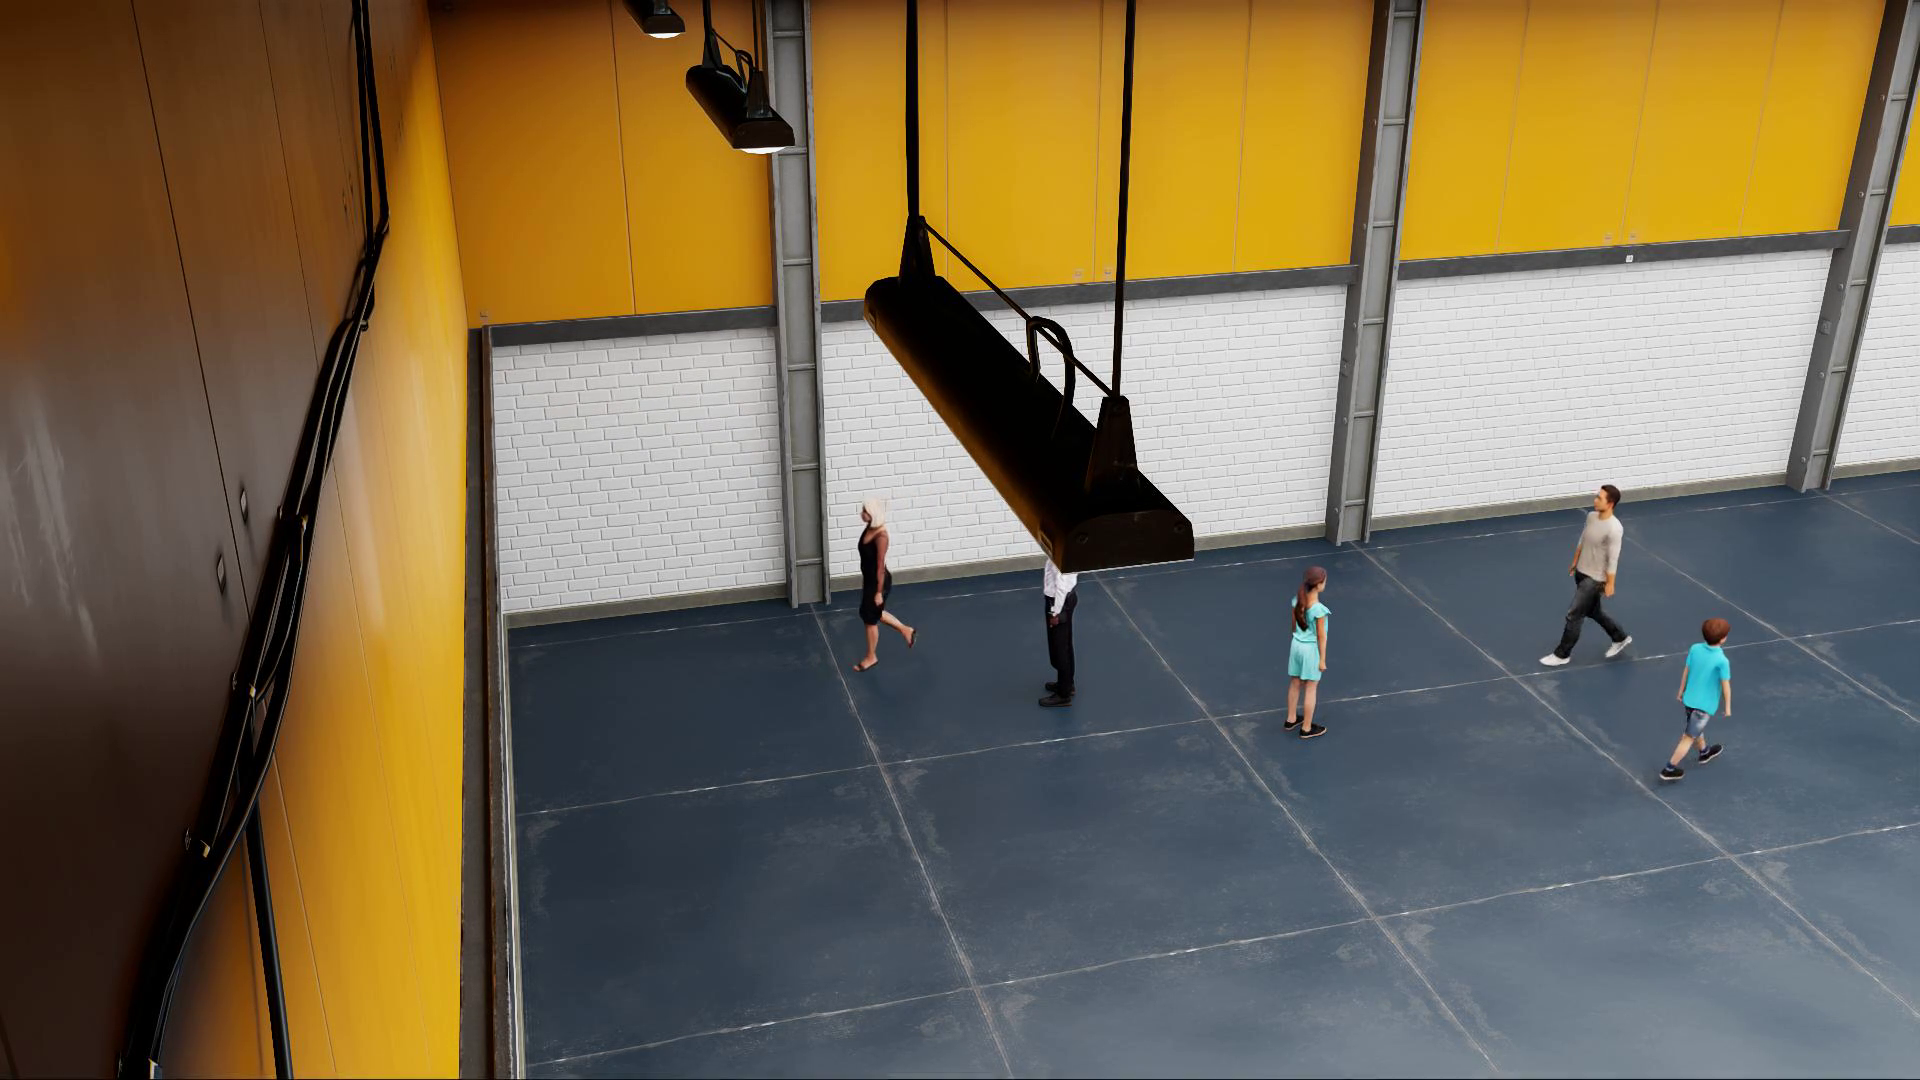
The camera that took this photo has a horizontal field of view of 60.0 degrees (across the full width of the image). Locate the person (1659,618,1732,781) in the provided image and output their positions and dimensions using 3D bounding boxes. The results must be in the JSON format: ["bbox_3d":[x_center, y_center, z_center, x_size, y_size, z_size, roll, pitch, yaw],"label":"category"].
[{"bbox_3d":[5.964,1.320,13.503,0.995,1.409,0.650,-11,26,-23],"label":"person"}]

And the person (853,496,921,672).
[{"bbox_3d":[-0.704,0.396,15.217,0.854,1.730,0.593,-6,24,-14],"label":"person"}]

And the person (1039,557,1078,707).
[{"bbox_3d":[0.888,0.588,14.646,0.710,1.835,0.720,6,24,14],"label":"person"}]

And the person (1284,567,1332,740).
[{"bbox_3d":[2.961,0.941,14.183,0.643,1.558,0.621,-15,28,-31],"label":"person"}]

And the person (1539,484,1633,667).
[{"bbox_3d":[5.912,0.329,15.304,1.163,1.784,0.775,-2,24,-5],"label":"person"}]
